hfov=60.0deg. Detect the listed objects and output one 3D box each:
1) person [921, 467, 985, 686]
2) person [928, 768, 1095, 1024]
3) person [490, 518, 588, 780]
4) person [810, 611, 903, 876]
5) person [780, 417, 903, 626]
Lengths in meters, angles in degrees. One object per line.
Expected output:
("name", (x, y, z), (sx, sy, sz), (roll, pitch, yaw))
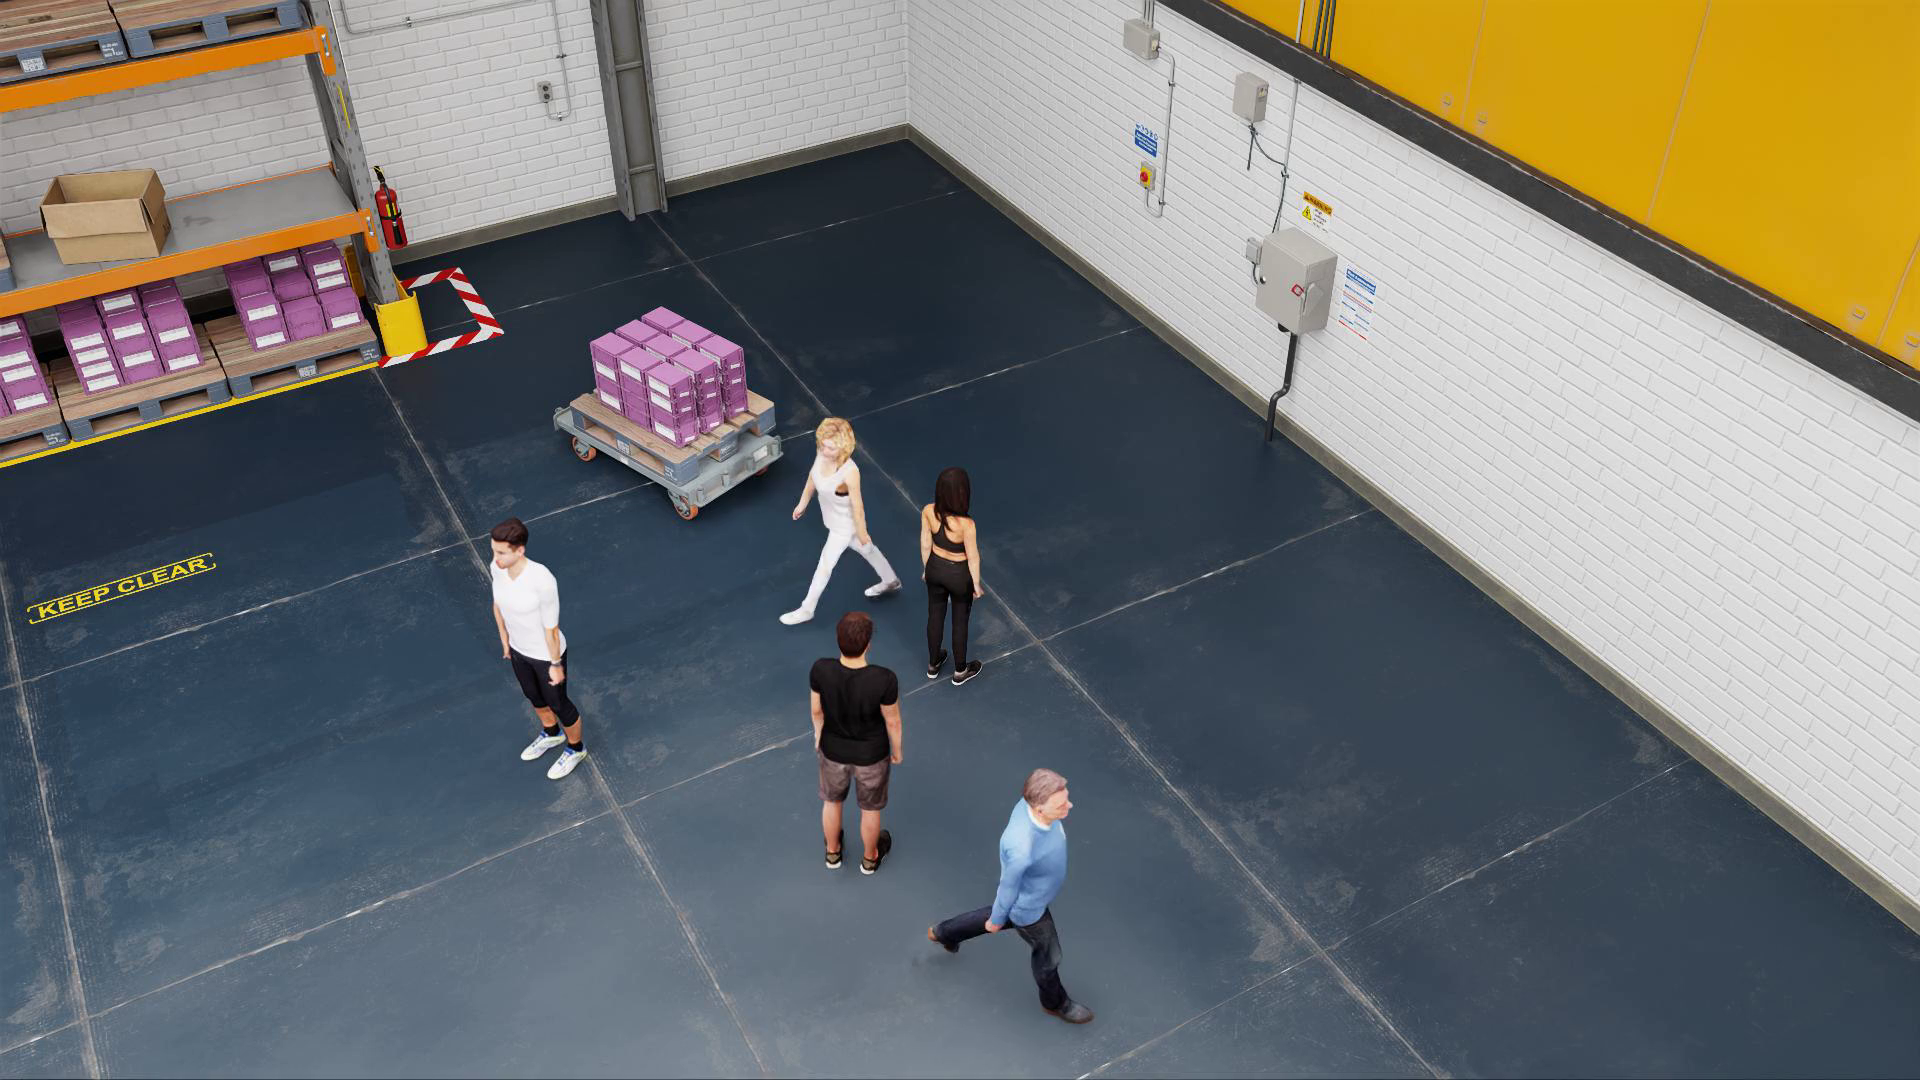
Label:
("person", (-0.070, 0.227, 10.481), (0.641, 1.642, 0.656), (18, 42, 21))
("person", (0.258, 1.772, 8.438), (1.223, 1.778, 1.168), (9, 40, 11))
("person", (-2.496, 0.619, 9.825), (0.737, 1.848, 0.732), (22, 43, 25))
("person", (-0.583, 1.146, 9.156), (0.734, 1.860, 0.817), (5, 39, 6))
("person", (-0.699, -0.159, 10.984), (1.159, 1.617, 0.727), (-14, 41, -17))
